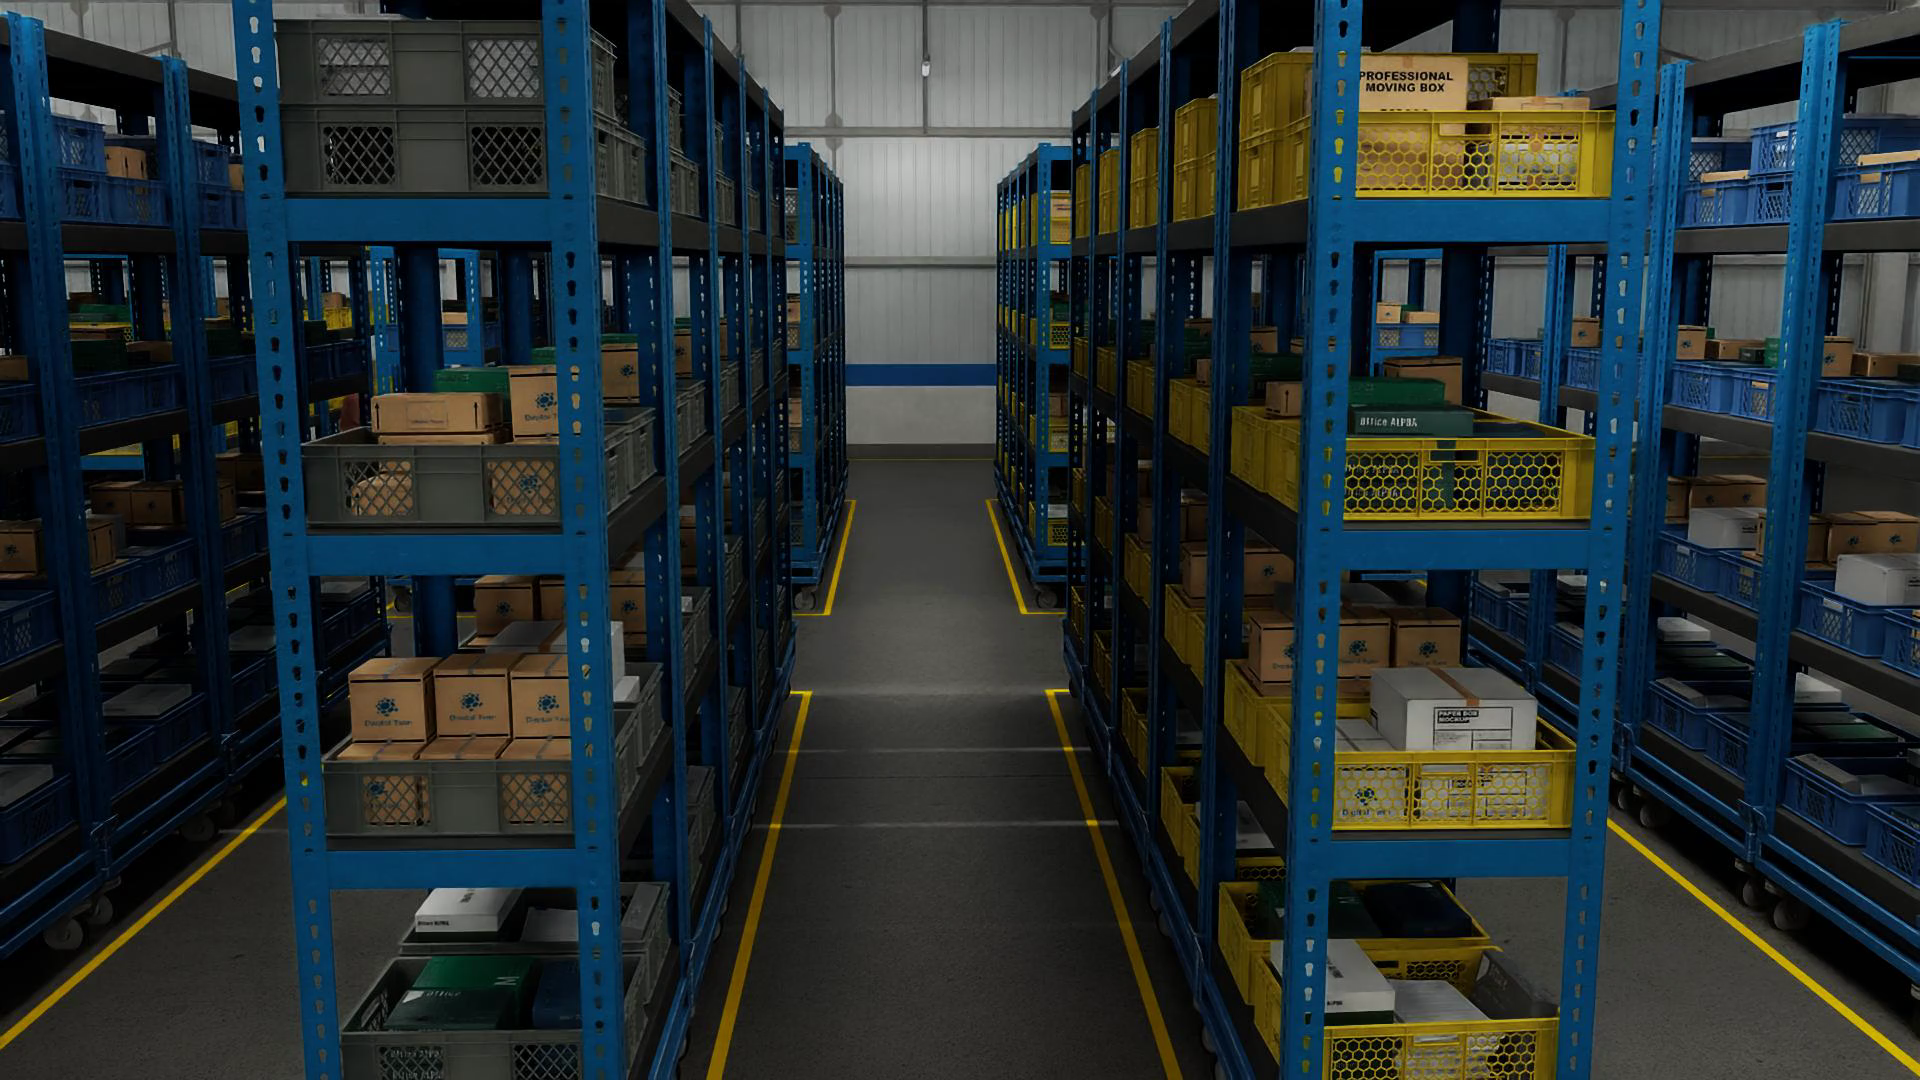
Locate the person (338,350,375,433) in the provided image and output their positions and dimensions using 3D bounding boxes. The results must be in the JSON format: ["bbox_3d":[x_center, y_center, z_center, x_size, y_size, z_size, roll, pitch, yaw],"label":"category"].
[{"bbox_3d":[-5.508,-0.805,15.224,0.398,1.992,0.618,-3,10,-18],"label":"person"}]
